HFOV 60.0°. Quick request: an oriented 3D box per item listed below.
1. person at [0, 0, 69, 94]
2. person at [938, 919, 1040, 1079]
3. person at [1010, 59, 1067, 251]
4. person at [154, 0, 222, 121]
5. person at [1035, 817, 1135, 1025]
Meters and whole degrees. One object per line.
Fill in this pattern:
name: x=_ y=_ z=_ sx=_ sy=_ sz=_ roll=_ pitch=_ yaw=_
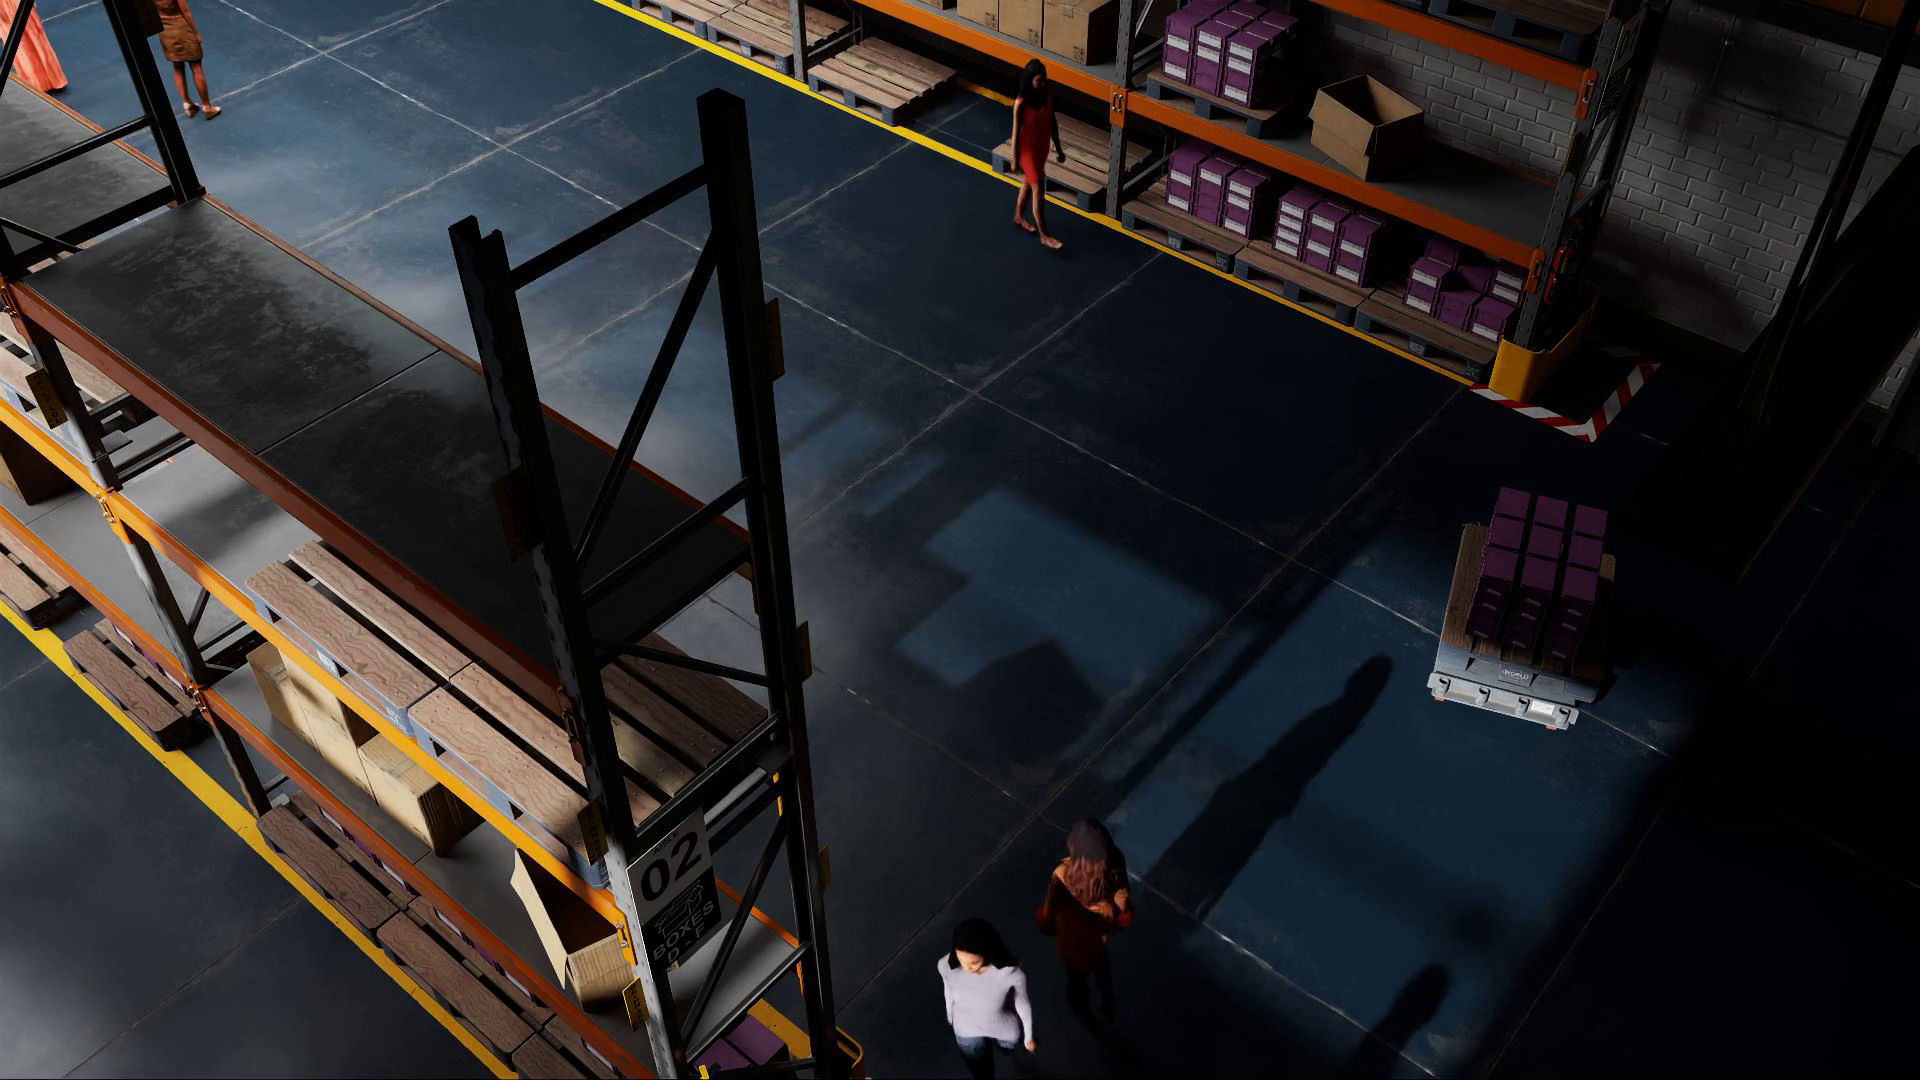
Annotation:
person: x=-9.378 y=-5.242 z=16.461 sx=0.658 sy=1.802 sz=0.622 roll=-31 pitch=52 yaw=-29
person: x=0.157 y=2.388 z=8.521 sx=1.139 sy=1.706 sz=1.077 roll=4 pitch=44 yaw=5
person: x=0.589 y=-3.451 z=14.655 sx=0.880 sy=1.699 sz=0.580 roll=30 pitch=51 yaw=28
person: x=-7.625 y=-4.929 z=16.219 sx=0.584 sy=1.683 sz=0.695 roll=9 pitch=44 yaw=10
person: x=0.690 y=2.112 z=8.807 sx=0.806 sy=1.712 sz=0.849 roll=-15 pitch=46 yaw=-15
